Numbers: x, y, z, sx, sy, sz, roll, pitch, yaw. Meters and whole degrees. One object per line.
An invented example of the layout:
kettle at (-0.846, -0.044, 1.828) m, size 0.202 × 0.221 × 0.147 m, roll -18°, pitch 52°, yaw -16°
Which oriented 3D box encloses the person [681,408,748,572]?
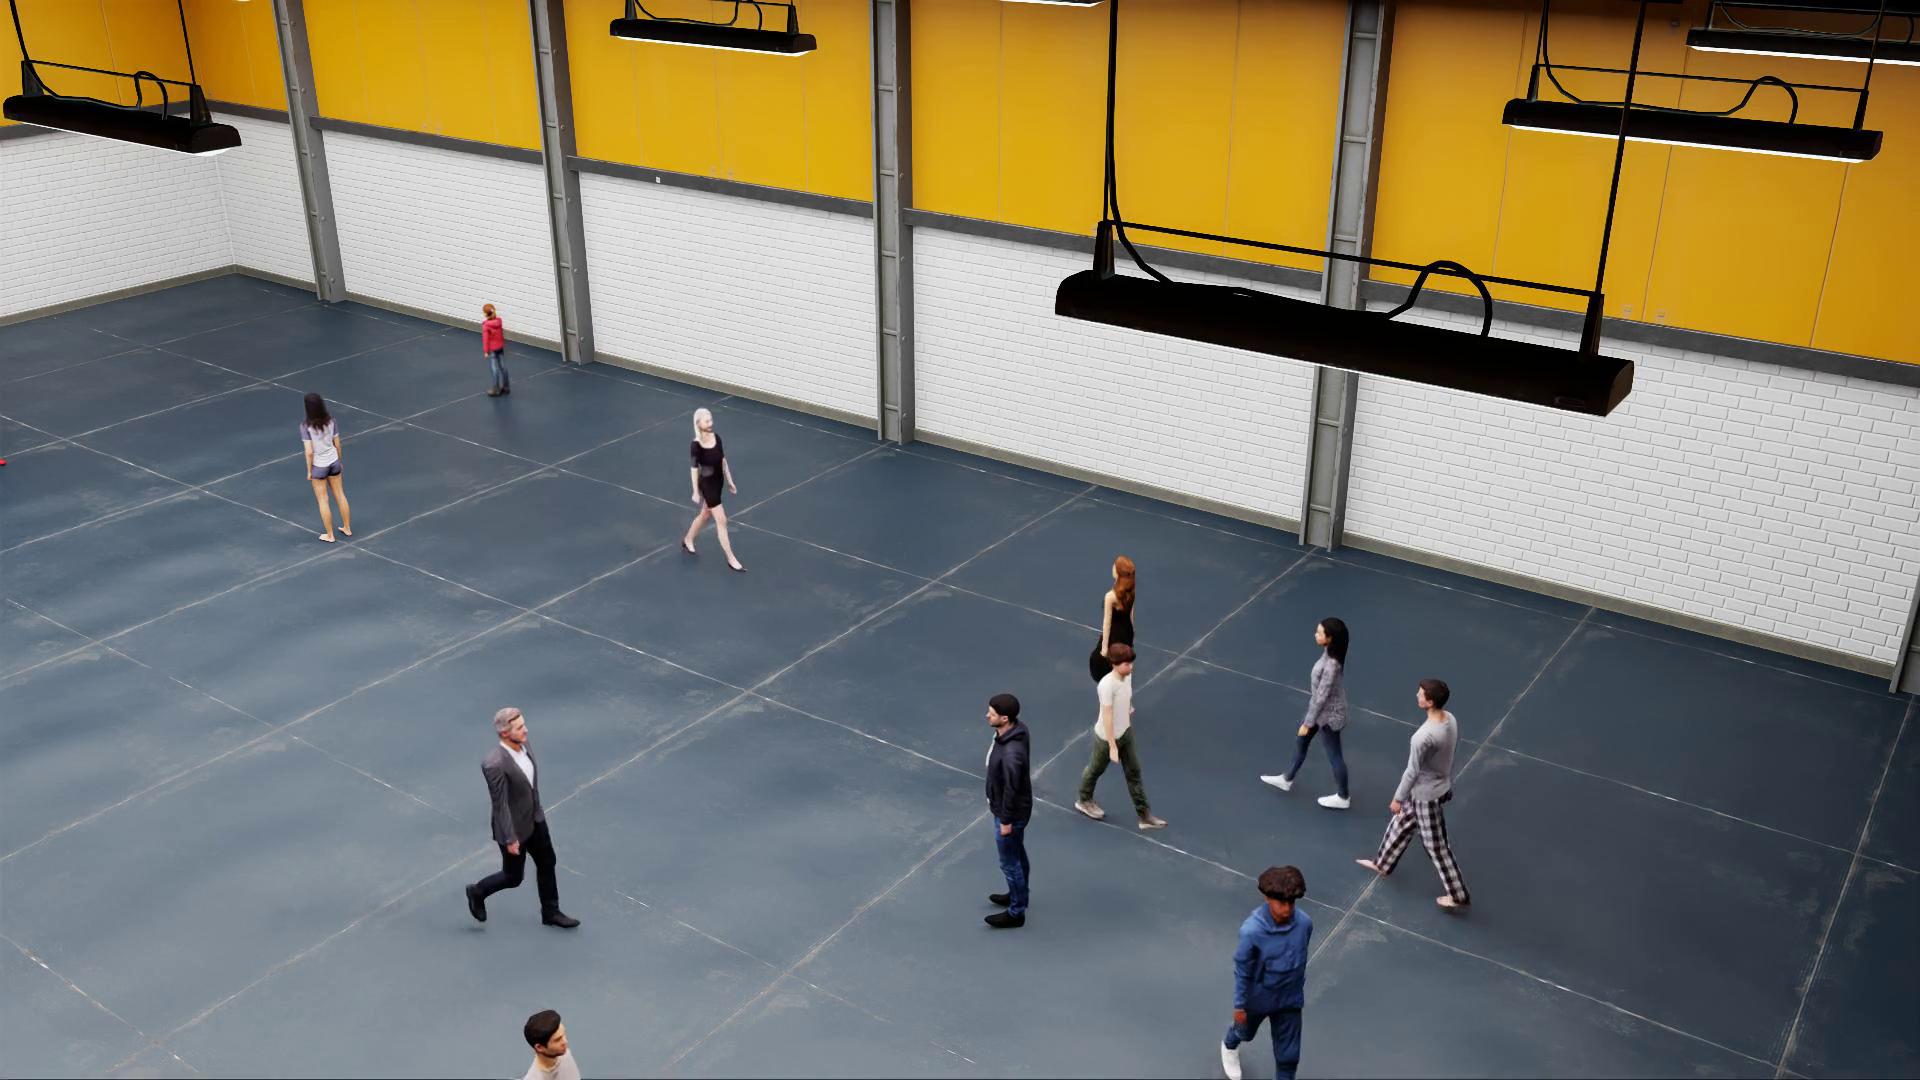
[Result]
person at (-2.758, -0.554, 17.944) m, size 1.177 × 1.784 × 0.682 m, roll 12°, pitch 26°, yaw 25°

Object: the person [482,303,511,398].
person at (-6.525, -2.679, 23.394) m, size 0.484 × 1.313 × 0.510 m, roll 14°, pitch 27°, yaw 30°

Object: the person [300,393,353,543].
person at (-7.121, -0.828, 18.634) m, size 0.505 × 1.734 × 0.594 m, roll 18°, pitch 29°, yaw 35°

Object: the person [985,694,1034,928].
person at (0.386, 1.945, 12.101) m, size 0.745 × 1.886 × 0.759 m, roll 3°, pitch 24°, yaw 6°

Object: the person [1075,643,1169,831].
person at (1.160, 1.557, 13.329) m, size 1.107 × 1.613 × 0.677 m, roll 20°, pitch 30°, yaw 37°

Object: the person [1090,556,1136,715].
person at (1.460, 0.922, 14.782) m, size 0.728 × 1.613 × 0.618 m, roll 19°, pitch 30°, yaw 37°

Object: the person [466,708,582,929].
person at (-3.237, 2.035, 11.982) m, size 1.162 × 1.816 × 0.936 m, roll 6°, pitch 24°, yaw 13°

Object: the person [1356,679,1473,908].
person at (3.543, 1.916, 12.283) m, size 1.159 × 1.794 × 0.665 m, roll 17°, pitch 29°, yaw 33°

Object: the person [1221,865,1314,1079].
person at (1.888, 2.766, 10.356) m, size 1.147 × 1.778 × 1.247 m, roll -5°, pitch 24°, yaw -12°

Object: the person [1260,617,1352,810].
person at (3.068, 1.434, 13.494) m, size 1.072 × 1.705 × 0.864 m, roll 5°, pitch 24°, yaw 12°

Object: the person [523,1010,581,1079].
person at (-2.286, 3.312, 9.213) m, size 1.173 × 1.694 × 0.930 m, roll 3°, pitch 24°, yaw 7°
